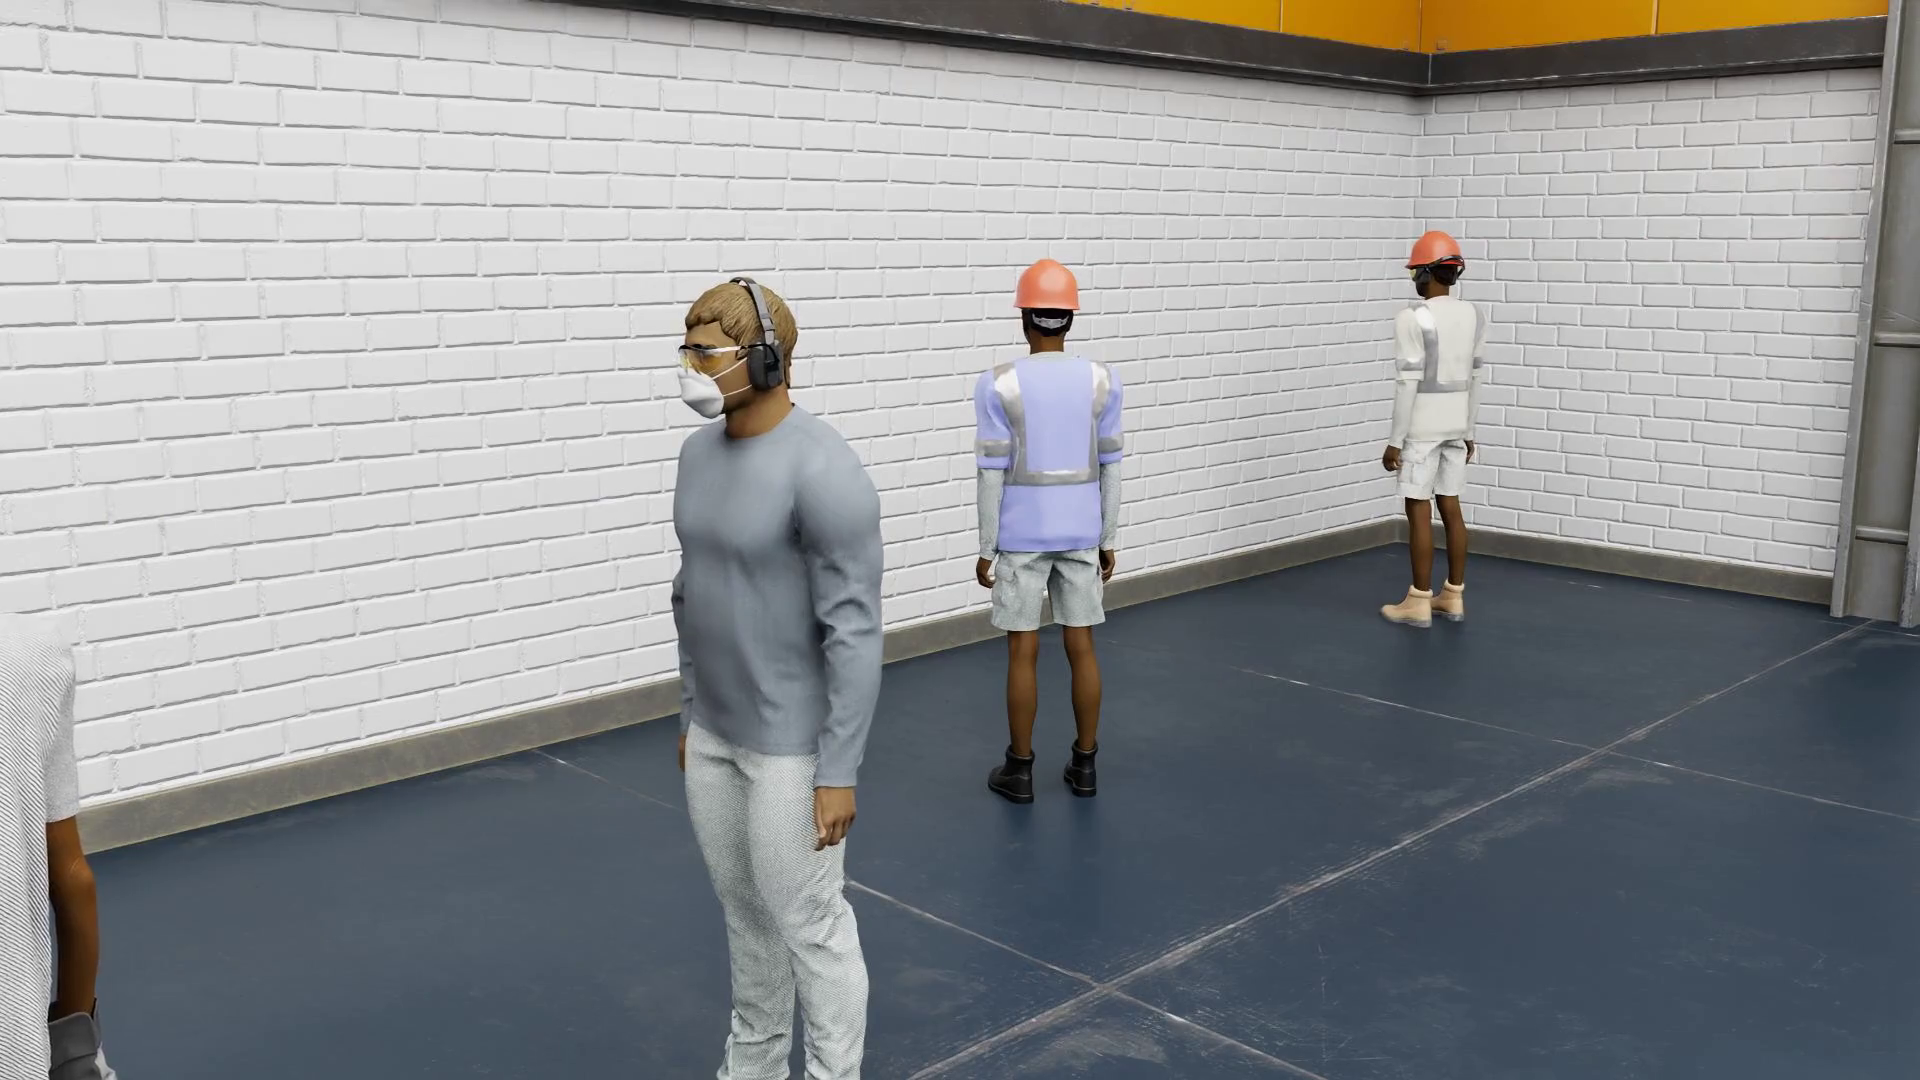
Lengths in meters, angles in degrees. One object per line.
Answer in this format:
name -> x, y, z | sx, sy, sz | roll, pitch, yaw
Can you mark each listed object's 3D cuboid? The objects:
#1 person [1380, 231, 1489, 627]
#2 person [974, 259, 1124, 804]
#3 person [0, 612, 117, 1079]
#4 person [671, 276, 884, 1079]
person -> 2.435, -0.572, 8.657 | 0.615, 2.040, 0.391 | -6, 12, -31
person -> 0.305, -0.020, 5.935 | 0.544, 1.939, 0.354 | -3, 11, -14
person -> -1.295, 0.723, 2.073 | 0.310, 1.868, 0.533 | 4, 11, 21
person -> -0.410, 0.420, 3.530 | 0.353, 1.937, 0.635 | -9, 13, -39
